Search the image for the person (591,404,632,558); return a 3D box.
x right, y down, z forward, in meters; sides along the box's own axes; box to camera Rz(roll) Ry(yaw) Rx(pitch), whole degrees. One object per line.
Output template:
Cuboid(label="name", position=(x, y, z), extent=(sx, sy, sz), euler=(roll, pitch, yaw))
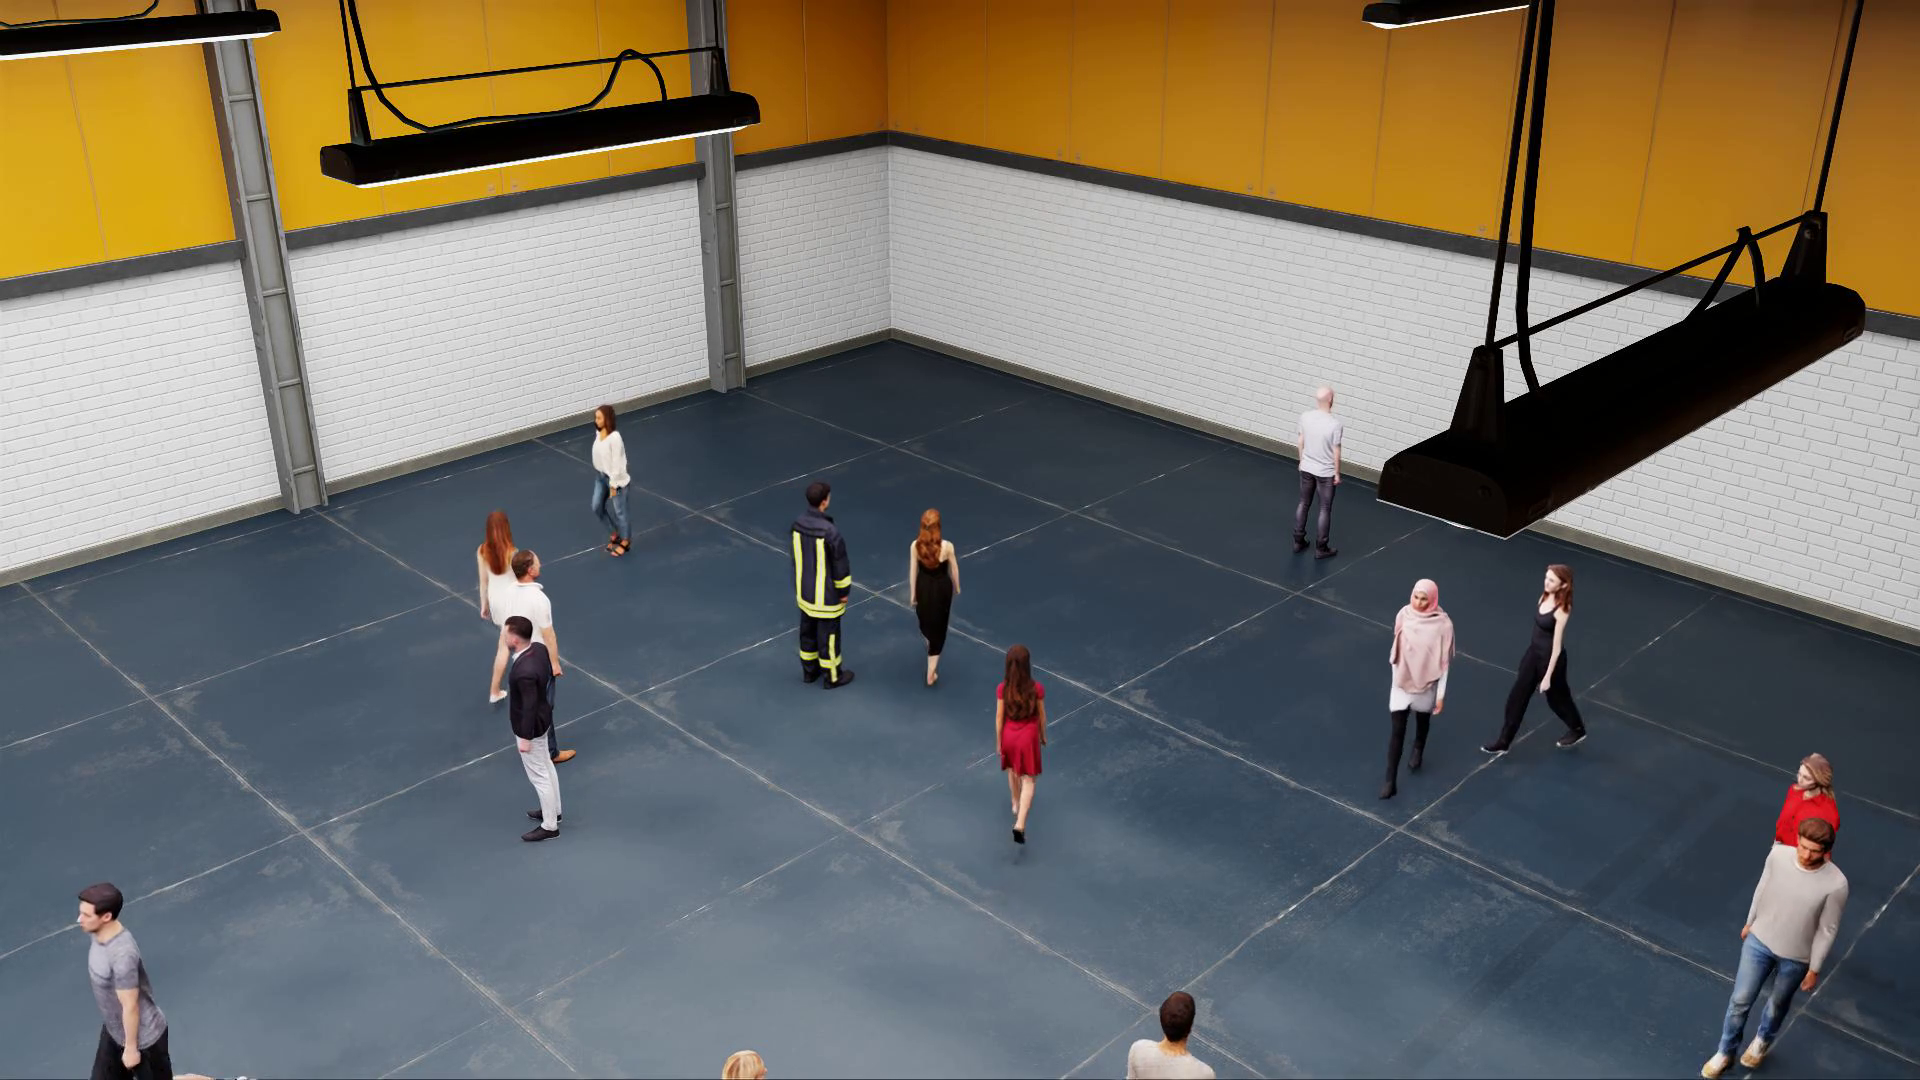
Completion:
Cuboid(label="person", position=(-3.543, -0.638, 17.318), extent=(0.619, 1.673, 0.652), euler=(-19, 30, -36))

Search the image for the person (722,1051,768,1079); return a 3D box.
Cuboid(label="person", position=(-1.019, 3.264, 8.179), extent=(0.591, 1.844, 0.641), euler=(-16, 28, -32))

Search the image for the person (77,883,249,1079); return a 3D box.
Cuboid(label="person", position=(-4.574, 2.726, 9.414), extent=(0.656, 1.840, 1.110), euler=(20, 31, 39))

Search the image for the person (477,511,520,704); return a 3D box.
Cuboid(label="person", position=(-3.994, 0.613, 14.473), extent=(0.949, 1.659, 1.237), euler=(6, 24, 14))

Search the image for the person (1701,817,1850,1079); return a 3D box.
Cuboid(label="person", position=(5.027, 2.423, 10.070), extent=(0.829, 1.869, 0.685), euler=(-21, 31, -39))

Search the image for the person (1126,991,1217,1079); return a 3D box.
Cuboid(label="person", position=(1.012, 3.156, 8.424), extent=(0.735, 1.845, 0.859), euler=(18, 29, 35))

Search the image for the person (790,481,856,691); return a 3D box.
Cuboid(label="person", position=(-1.234, 0.390, 14.649), extent=(0.808, 1.927, 0.698), euler=(18, 29, 35))

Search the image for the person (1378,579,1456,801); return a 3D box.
Cuboid(label="person", position=(3.650, 1.132, 13.169), extent=(0.887, 1.752, 1.256), euler=(12, 26, 26))

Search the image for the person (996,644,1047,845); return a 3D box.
Cuboid(label="person", position=(0.458, 1.539, 12.519), extent=(0.887, 1.528, 1.070), euler=(4, 24, 10))

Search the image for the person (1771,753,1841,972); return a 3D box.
Cuboid(label="person", position=(5.580, 2.146, 10.922), extent=(0.849, 1.694, 0.795), euler=(-3, 24, -8))

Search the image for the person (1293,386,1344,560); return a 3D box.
Cuboid(label="person", position=(3.720, -0.716, 17.295), extent=(0.563, 1.834, 0.648), euler=(-21, 31, -40))

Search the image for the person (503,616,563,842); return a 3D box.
Cuboid(label="person", position=(-3.186, 1.393, 12.467), extent=(0.784, 1.836, 0.730), euler=(0, 24, -1))

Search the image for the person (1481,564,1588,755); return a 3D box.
Cuboid(label="person", position=(4.872, 1.000, 13.542), extent=(1.262, 1.695, 1.008), euler=(-6, 24, -14))

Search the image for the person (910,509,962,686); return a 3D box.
Cuboid(label="person", position=(-0.251, 0.534, 14.742), extent=(0.909, 1.588, 1.099), euler=(6, 24, 12))

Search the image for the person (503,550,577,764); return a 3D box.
Cuboid(label="person", position=(-3.473, 0.942, 13.476), extent=(0.682, 1.854, 0.578), euler=(18, 30, 36))
